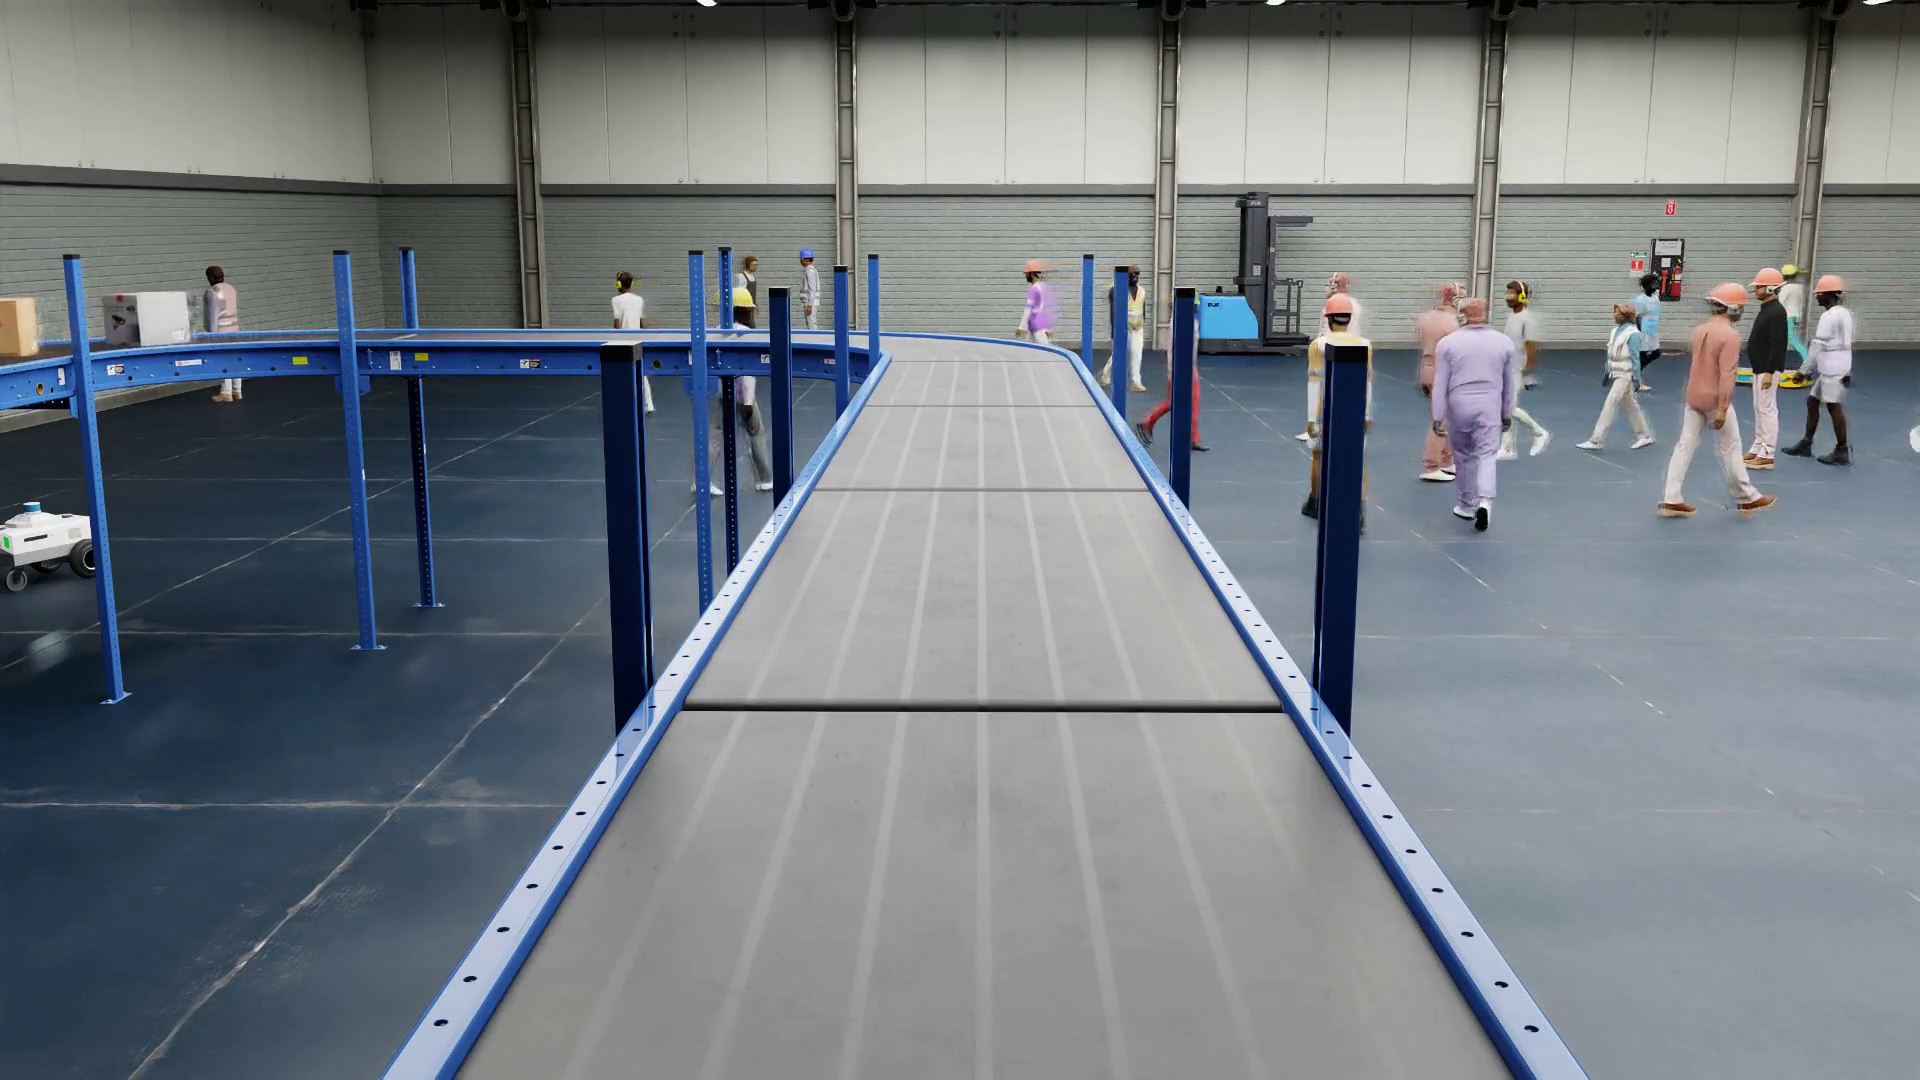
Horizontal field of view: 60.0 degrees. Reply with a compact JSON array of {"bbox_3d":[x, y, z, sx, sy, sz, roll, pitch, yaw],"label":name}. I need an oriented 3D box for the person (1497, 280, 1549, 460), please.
[{"bbox_3d":[5.785,-1.752,17.212,0.527,1.857,0.526,-1,11,-5],"label":"person"}]

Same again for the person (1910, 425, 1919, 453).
[{"bbox_3d":[10.212,-1.676,17.121,0.497,1.729,0.555,-5,12,-23],"label":"person"}]

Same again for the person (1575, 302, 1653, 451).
[{"bbox_3d":[7.119,-1.755,17.887,0.882,1.593,0.529,0,11,-2],"label":"person"}]

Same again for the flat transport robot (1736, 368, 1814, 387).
[{"bbox_3d":[11.999,-2.460,25.037,1.431,0.197,0.652,9,14,39],"label":"flat transport robot"}]

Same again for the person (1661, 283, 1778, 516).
[{"bbox_3d":[6.397,-1.164,13.924,0.999,1.942,0.634,-2,11,-10],"label":"person"}]

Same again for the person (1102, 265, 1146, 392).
[{"bbox_3d":[2.399,-3.076,24.109,0.634,1.818,0.720,-6,12,-27],"label":"person"}]

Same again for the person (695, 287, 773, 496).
[{"bbox_3d":[-2.033,-1.337,15.026,0.603,1.882,0.979,10,15,42],"label":"person"}]

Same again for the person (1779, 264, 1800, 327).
[{"bbox_3d":[13.668,-3.660,27.351,0.528,1.728,0.881,-10,15,-41],"label":"person"}]

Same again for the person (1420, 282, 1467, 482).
[{"bbox_3d":[4.718,-1.501,15.836,0.664,1.883,0.668,-2,11,-9],"label":"person"}]

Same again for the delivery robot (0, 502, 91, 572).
[{"bbox_3d":[-6.404,-0.018,11.514,0.477,0.478,0.707,5,12,23],"label":"delivery robot"}]

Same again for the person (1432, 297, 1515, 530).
[{"bbox_3d":[4.196,-1.042,13.585,0.669,1.862,0.905,2,11,9],"label":"person"}]

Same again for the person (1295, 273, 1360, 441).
[{"bbox_3d":[4.066,-2.002,18.402,0.742,1.881,0.681,10,15,41],"label":"person"}]

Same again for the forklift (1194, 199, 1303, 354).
[{"bbox_3d":[5.313,-4.851,30.603,1.873,2.768,1.129,0,11,1],"label":"forklift"}]

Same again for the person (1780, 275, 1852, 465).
[{"bbox_3d":[8.829,-1.750,17.079,0.827,1.903,0.567,9,14,39],"label":"person"}]

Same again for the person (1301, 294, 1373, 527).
[{"bbox_3d":[3.109,-1.061,13.606,0.556,1.888,0.996,-1,11,-6],"label":"person"}]

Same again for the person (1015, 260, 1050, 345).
[{"bbox_3d":[1.152,-3.093,24.051,1.019,1.889,0.553,2,11,11],"label":"person"}]

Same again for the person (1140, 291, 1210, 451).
[{"bbox_3d":[2.346,-1.860,18.060,0.763,1.744,0.531,10,15,41],"label":"person"}]

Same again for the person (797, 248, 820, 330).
[{"bbox_3d":[-2.676,-4.183,29.458,0.403,1.945,0.614,-1,11,-7],"label":"person"}]

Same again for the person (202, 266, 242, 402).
[{"bbox_3d":[-10.108,-2.822,22.751,0.430,1.840,0.624,1,11,7],"label":"person"}]

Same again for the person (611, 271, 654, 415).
[{"bbox_3d":[-4.226,-2.513,21.245,0.997,1.817,0.544,11,15,43],"label":"person"}]

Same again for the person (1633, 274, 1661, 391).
[{"bbox_3d":[9.925,-3.006,24.090,0.553,1.683,0.403,-9,14,-38],"label":"person"}]

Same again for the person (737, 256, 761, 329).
[{"bbox_3d":[-3.655,-4.013,28.906,0.502,1.821,0.529,5,12,24],"label":"person"}]

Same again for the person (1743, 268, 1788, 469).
[{"bbox_3d":[8.061,-1.721,16.687,0.395,1.994,0.612,3,11,15],"label":"person"}]
